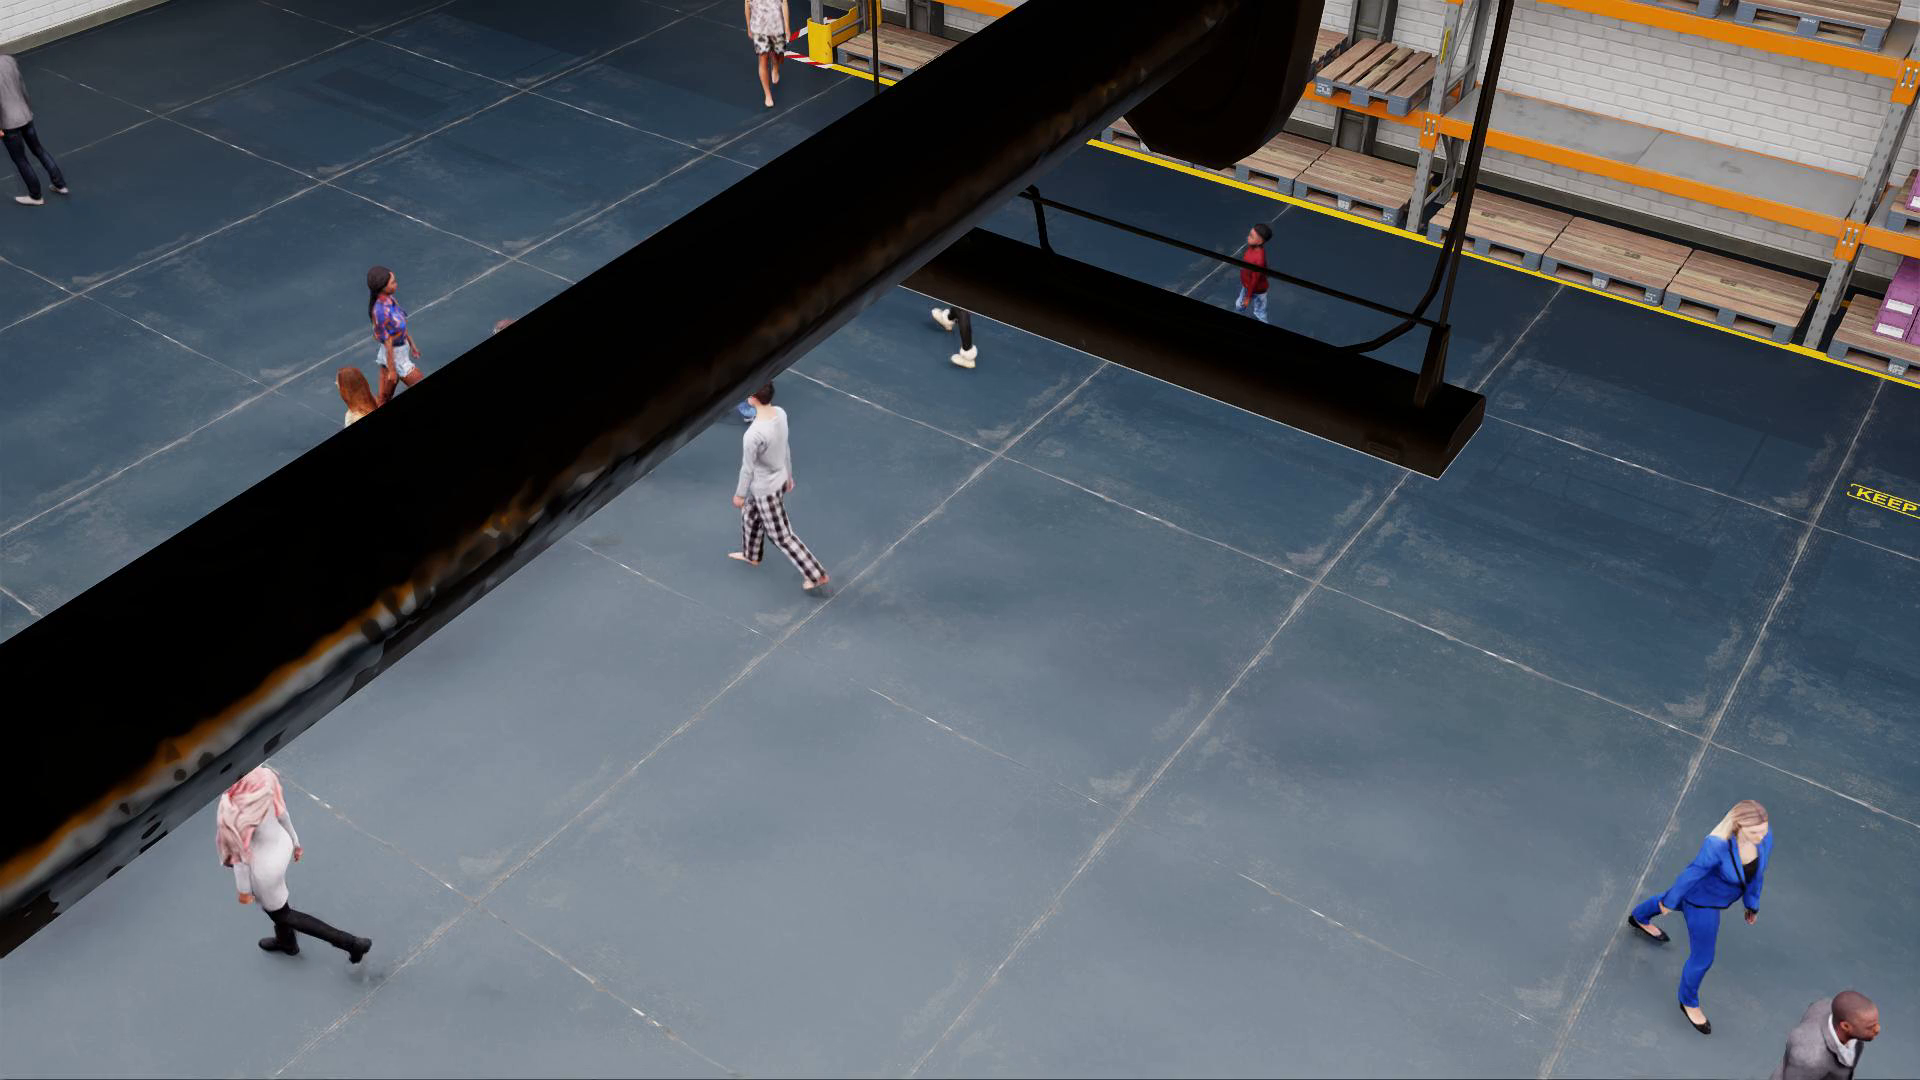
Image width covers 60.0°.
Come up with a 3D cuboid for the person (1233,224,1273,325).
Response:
[{"bbox_3d":[2.791,-2.349,15.383,0.850,1.237,0.753,-1,39,-1],"label":"person"}]

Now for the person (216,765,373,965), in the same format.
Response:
[{"bbox_3d":[-3.923,1.896,9.632,1.148,1.780,0.929,5,39,7],"label":"person"}]

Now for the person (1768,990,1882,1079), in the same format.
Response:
[{"bbox_3d":[4.177,2.821,8.469,1.172,1.787,0.828,29,47,31],"label":"person"}]

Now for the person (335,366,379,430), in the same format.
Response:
[{"bbox_3d":[-4.417,-0.602,12.859,1.227,1.657,1.027,0,39,0],"label":"person"}]

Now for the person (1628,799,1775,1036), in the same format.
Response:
[{"bbox_3d":[4.256,2.000,9.616,0.943,1.639,1.164,-22,44,-26],"label":"person"}]

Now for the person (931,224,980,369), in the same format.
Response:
[{"bbox_3d":[-0.106,-2.445,15.192,0.746,1.625,1.154,24,44,27],"label":"person"}]

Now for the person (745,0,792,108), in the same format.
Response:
[{"bbox_3d":[-2.277,-6.102,19.640,1.036,1.790,1.121,-8,39,-10],"label":"person"}]

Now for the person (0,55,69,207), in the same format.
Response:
[{"bbox_3d":[-9.929,-4.436,17.486,0.758,1.874,0.781,10,40,12],"label":"person"}]

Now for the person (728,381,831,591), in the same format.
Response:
[{"bbox_3d":[-1.361,-0.376,12.454,1.216,1.809,0.835,13,40,15],"label":"person"}]
